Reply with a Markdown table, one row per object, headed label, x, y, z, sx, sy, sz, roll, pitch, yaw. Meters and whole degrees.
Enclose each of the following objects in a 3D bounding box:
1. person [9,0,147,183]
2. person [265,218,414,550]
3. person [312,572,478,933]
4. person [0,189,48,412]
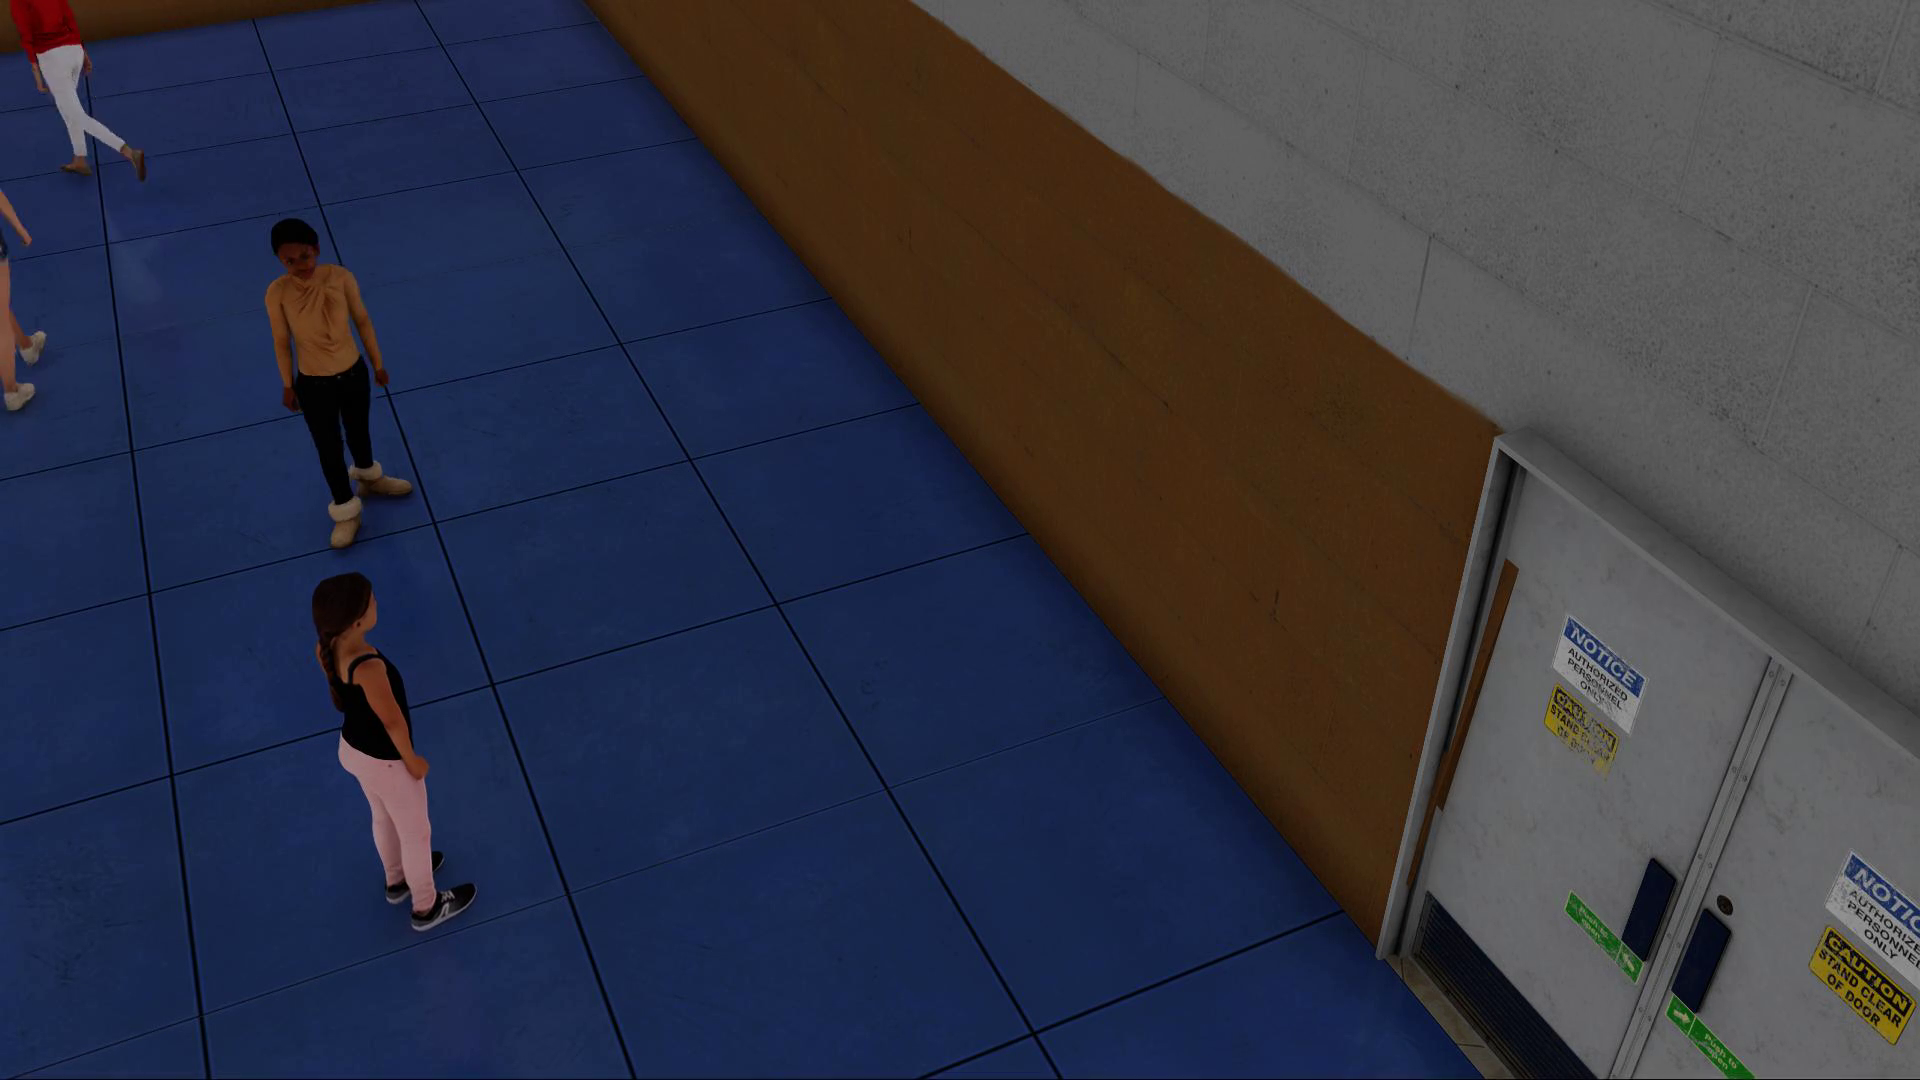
| label | x | y | z | sx | sy | sz | roll | pitch | yaw |
| --- | --- | --- | --- | --- | --- | --- | --- | --- | --- |
| person | -5.855 | -3.114 | 10.983 | 1.079 | 1.664 | 1.035 | 13 | 39 | 17 |
| person | -2.987 | -0.805 | 7.924 | 0.820 | 1.645 | 0.736 | 30 | 46 | 34 |
| person | -2.056 | 0.764 | 5.900 | 0.590 | 1.564 | 0.623 | 27 | 45 | 31 |
| person | -5.207 | -1.470 | 8.735 | 0.966 | 1.735 | 0.885 | 0 | 37 | 1 |
